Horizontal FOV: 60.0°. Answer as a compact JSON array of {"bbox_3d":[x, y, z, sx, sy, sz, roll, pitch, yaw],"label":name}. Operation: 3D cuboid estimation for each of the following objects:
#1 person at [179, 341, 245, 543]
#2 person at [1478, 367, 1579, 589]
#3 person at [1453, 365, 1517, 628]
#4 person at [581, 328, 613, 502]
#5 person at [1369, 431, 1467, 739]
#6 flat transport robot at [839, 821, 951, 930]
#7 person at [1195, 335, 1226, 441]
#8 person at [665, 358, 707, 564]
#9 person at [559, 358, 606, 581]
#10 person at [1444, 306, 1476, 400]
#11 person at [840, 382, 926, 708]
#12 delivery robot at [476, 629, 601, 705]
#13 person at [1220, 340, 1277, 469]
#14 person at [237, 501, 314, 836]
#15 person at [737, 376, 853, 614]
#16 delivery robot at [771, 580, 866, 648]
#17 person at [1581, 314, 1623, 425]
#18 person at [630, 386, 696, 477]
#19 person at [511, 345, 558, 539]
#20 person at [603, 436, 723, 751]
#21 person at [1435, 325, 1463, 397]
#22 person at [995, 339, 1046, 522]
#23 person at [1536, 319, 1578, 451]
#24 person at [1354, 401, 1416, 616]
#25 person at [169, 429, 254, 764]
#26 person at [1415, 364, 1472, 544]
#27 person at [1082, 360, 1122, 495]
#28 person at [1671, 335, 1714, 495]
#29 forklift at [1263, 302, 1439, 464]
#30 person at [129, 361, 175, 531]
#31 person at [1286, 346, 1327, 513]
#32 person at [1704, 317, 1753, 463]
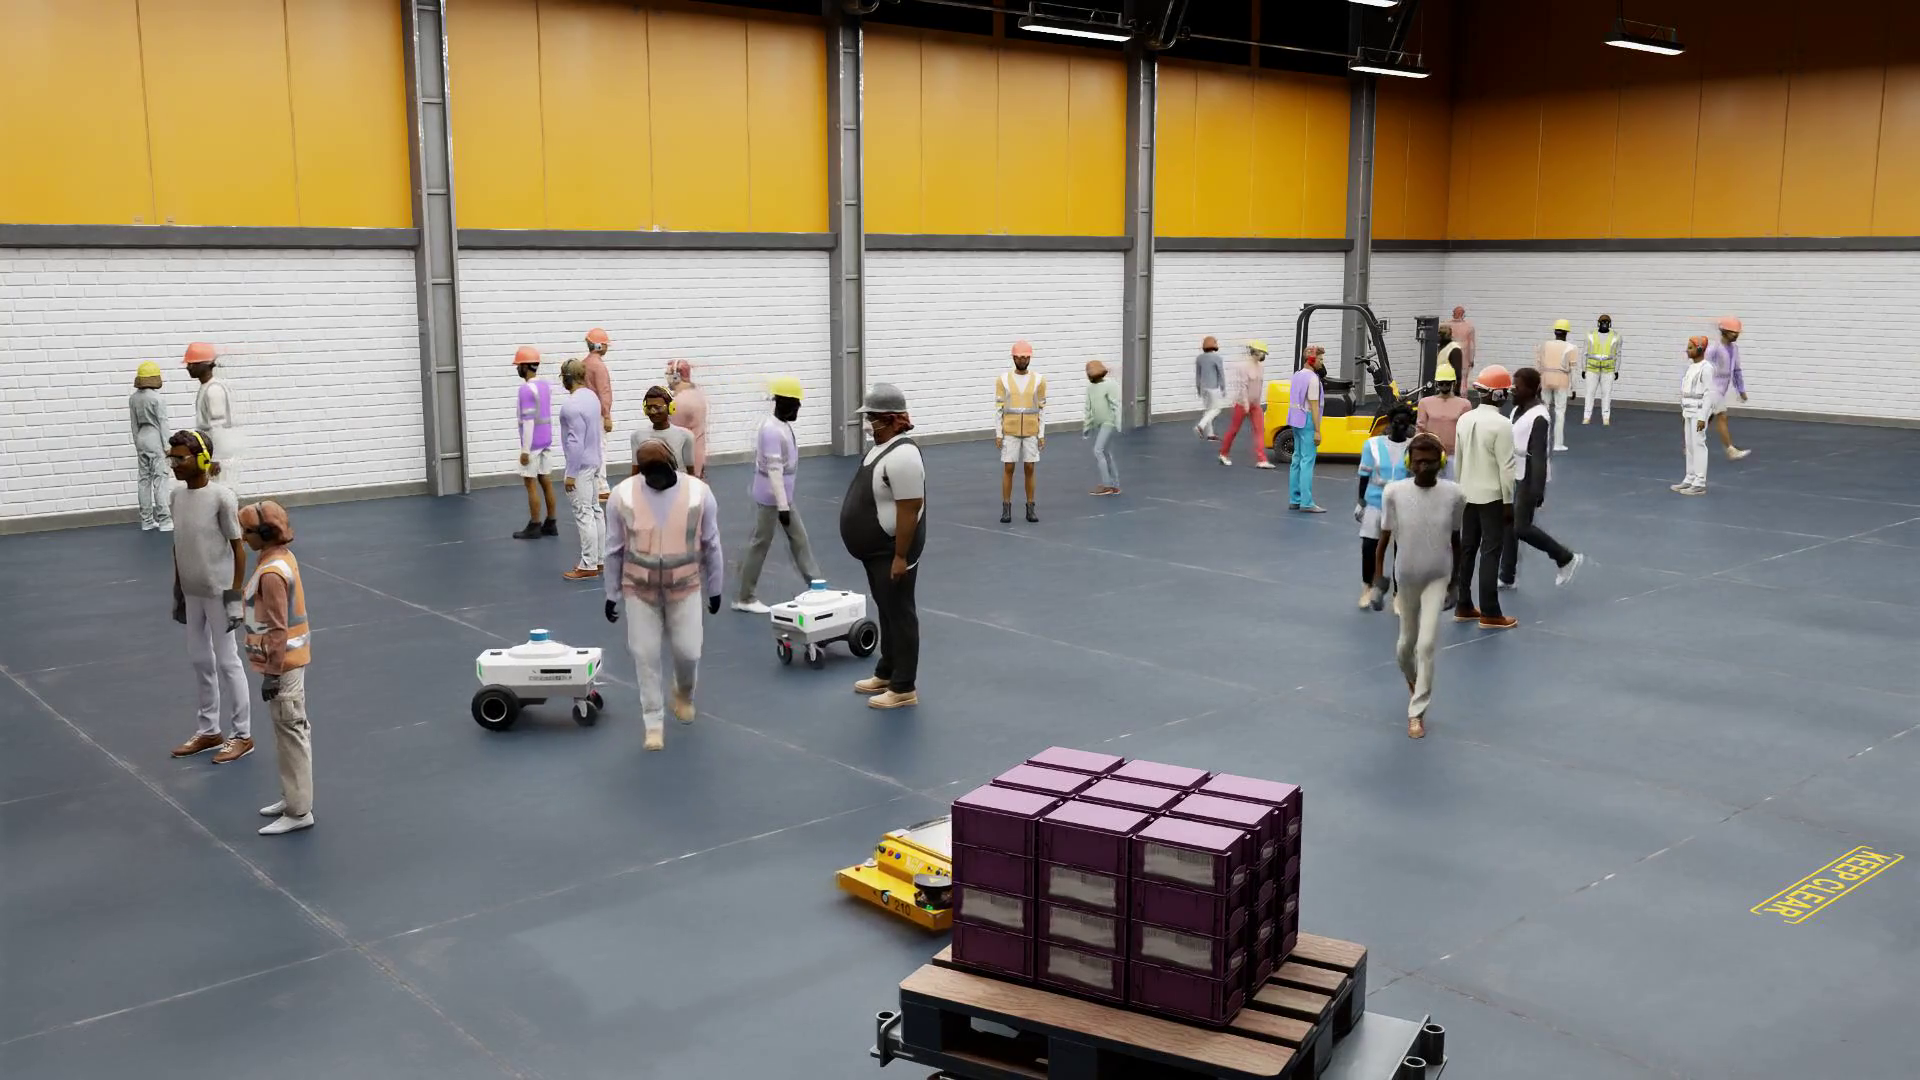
[{"bbox_3d":[-6.927,-0.836,15.513,0.529,2.030,0.605,-6,12,-33],"label":"person"},{"bbox_3d":[4.793,-0.501,13.942,0.713,1.900,0.595,0,10,0],"label":"person"},{"bbox_3d":[4.003,-0.329,12.644,0.377,1.995,0.608,-4,11,-23],"label":"person"},{"bbox_3d":[-4.159,-1.435,19.147,0.394,1.985,0.608,-7,12,-36],"label":"person"},{"bbox_3d":[2.753,0.218,10.027,0.534,1.817,0.881,3,10,16],"label":"person"},{"bbox_3d":[0.212,1.403,7.546,1.431,0.197,0.652,-8,13,-41],"label":"flat transport robot"},{"bbox_3d":[3.755,-2.287,25.180,0.541,1.617,0.522,-8,12,-39],"label":"person"},{"bbox_3d":[-2.586,-0.709,15.203,0.583,1.889,0.647,1,10,4],"label":"person"},{"bbox_3d":[-3.292,-0.612,14.474,0.349,1.935,0.635,1,10,5],"label":"person"},{"bbox_3d":[9.048,-3.291,30.249,0.643,1.908,0.408,5,11,28],"label":"person"},{"bbox_3d":[-0.484,0.027,10.429,0.536,2.000,0.676,-2,10,-13],"label":"person"},{"bbox_3d":[-2.538,0.784,10.063,0.707,0.478,0.477,-1,10,-3],"label":"delivery robot"},{"bbox_3d":[3.848,-1.817,22.225,0.549,1.697,0.928,-7,12,-37],"label":"person"},{"bbox_3d":[-3.338,0.616,8.154,0.309,1.640,0.511,-3,10,-19],"label":"person"},{"bbox_3d":[-1.327,-0.340,13.054,0.976,1.867,0.627,1,10,6],"label":"person"},{"bbox_3d":[-0.986,0.521,11.603,0.477,0.478,0.707,8,12,38],"label":"delivery robot"},{"bbox_3d":[10.698,-2.837,27.772,0.627,1.847,0.429,4,10,21],"label":"person"},{"bbox_3d":[-2.207,-0.220,12.375,0.534,1.868,0.309,1,10,3],"label":"person"},{"bbox_3d":[-4.267,-0.972,16.593,0.374,1.935,0.553,2,10,12],"label":"person"},{"bbox_3d":[-1.702,0.287,9.580,0.671,1.809,0.517,-1,10,-8],"label":"person"},{"bbox_3d":[6.945,-2.226,24.299,0.893,1.805,0.653,-2,10,-9],"label":"person"},{"bbox_3d":[0.643,-1.149,17.601,0.545,1.942,0.352,-1,10,-4],"label":"person"},{"bbox_3d":[8.665,-2.248,24.150,0.601,1.913,0.427,8,12,38],"label":"person"},{"bbox_3d":[3.398,-0.253,13.070,0.574,1.691,0.362,2,10,13],"label":"person"},{"bbox_3d":[-4.198,0.311,9.263,0.516,1.871,0.325,5,11,26],"label":"person"},{"bbox_3d":[4.726,-0.840,16.306,0.525,1.769,0.315,2,10,13],"label":"person"},{"bbox_3d":[1.657,-1.309,19.575,0.537,1.590,0.577,-4,11,-24],"label":"person"},{"bbox_3d":[8.705,-1.473,19.677,0.339,1.880,0.581,1,10,6],"label":"person"},{"bbox_3d":[5.320,-2.157,22.763,2.313,2.155,1.214,3,10,16],"label":"forklift"},{"bbox_3d":[-8.272,-0.961,17.079,0.483,1.745,0.299,4,11,24],"label":"person"},{"bbox_3d":[3.803,-1.217,18.306,0.389,1.837,0.563,-2,10,-13],"label":"person"},{"bbox_3d":[10.459,-2.044,22.722,0.613,1.980,1.035,-7,12,-36],"label":"person"}]
